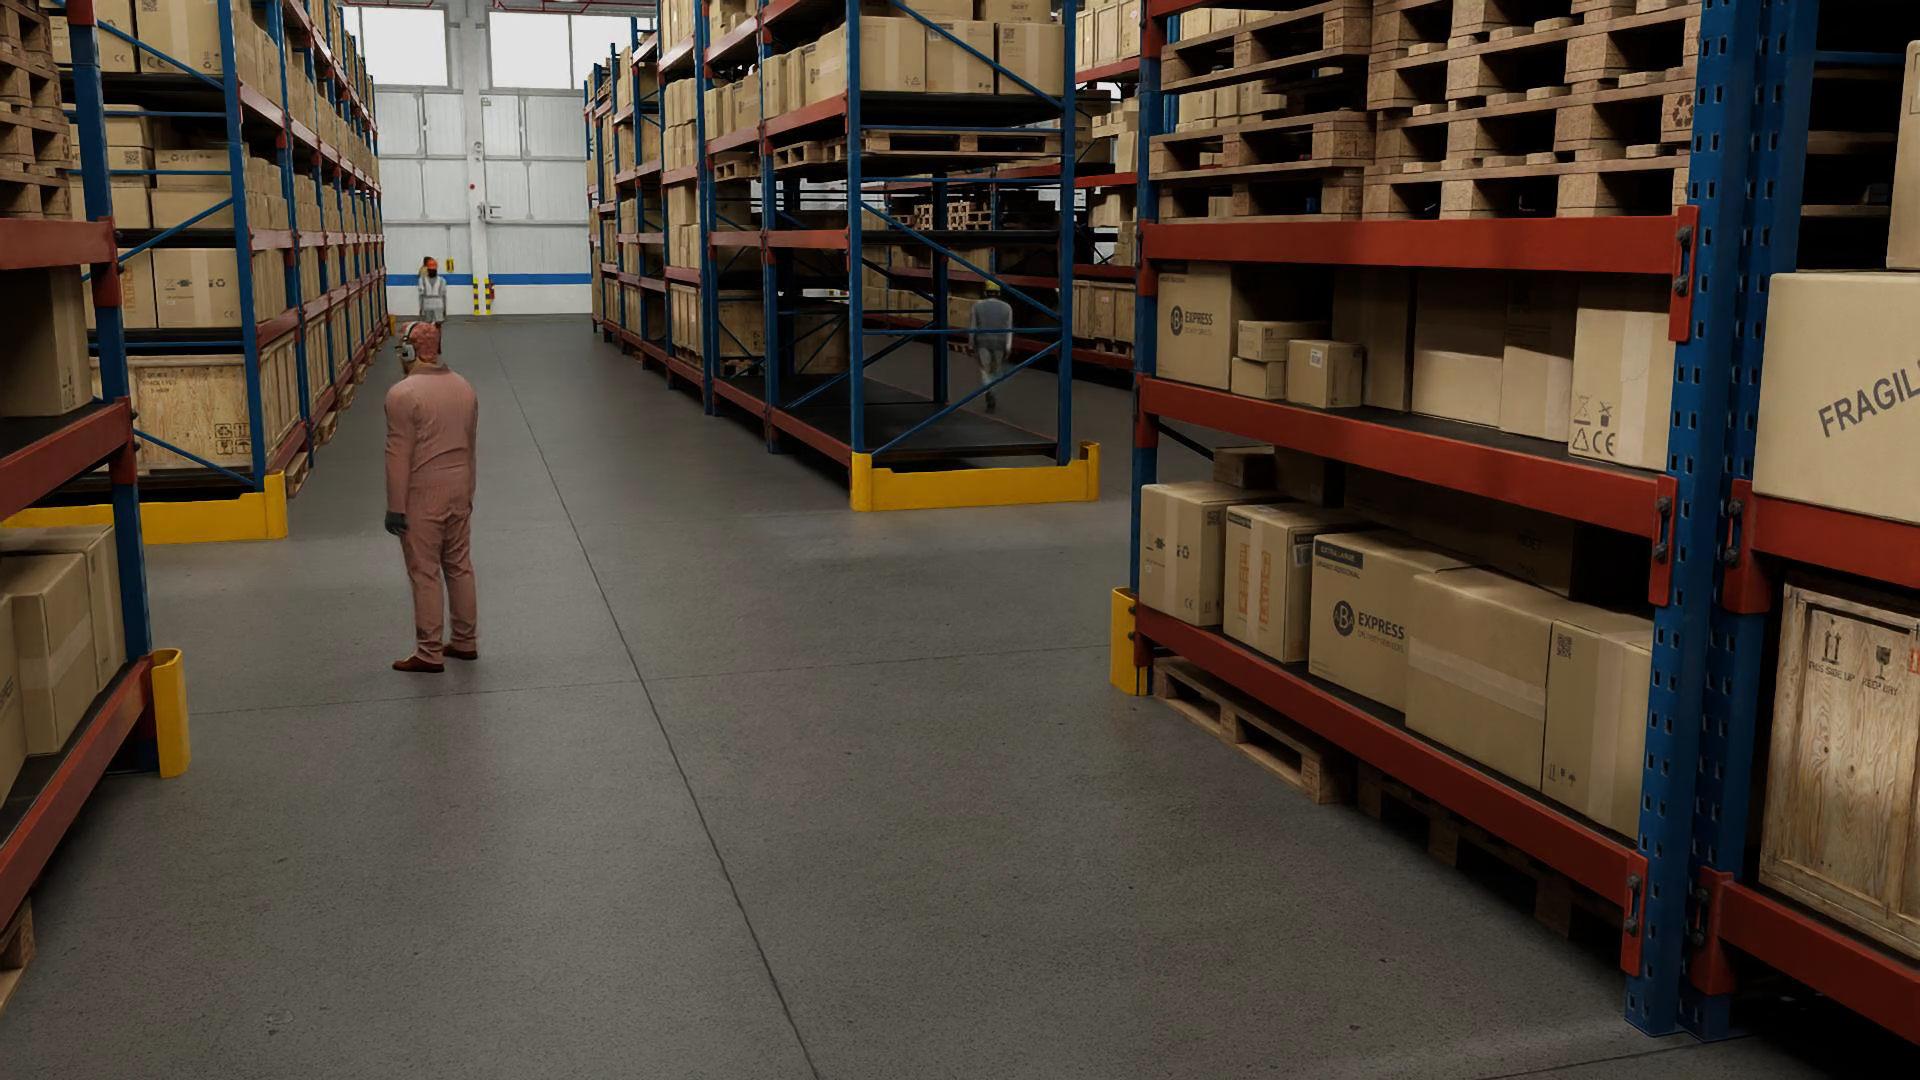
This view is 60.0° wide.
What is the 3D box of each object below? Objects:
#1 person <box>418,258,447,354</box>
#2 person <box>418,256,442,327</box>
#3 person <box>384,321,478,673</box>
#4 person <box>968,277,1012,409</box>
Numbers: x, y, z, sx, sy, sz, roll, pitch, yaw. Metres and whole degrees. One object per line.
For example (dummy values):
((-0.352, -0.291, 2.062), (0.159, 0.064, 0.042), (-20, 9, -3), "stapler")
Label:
((-10.608, -4.705, 33.495), (0.566, 1.922, 0.601), (-3, 11, -17), "person")
((-13.854, -6.478, 43.440), (0.627, 1.843, 0.429), (8, 13, 37), "person")
((-2.895, -0.235, 9.061), (0.399, 1.901, 0.643), (4, 11, 21), "person")
((0.425, -2.664, 22.609), (0.601, 1.811, 0.660), (-2, 11, -12), "person")
